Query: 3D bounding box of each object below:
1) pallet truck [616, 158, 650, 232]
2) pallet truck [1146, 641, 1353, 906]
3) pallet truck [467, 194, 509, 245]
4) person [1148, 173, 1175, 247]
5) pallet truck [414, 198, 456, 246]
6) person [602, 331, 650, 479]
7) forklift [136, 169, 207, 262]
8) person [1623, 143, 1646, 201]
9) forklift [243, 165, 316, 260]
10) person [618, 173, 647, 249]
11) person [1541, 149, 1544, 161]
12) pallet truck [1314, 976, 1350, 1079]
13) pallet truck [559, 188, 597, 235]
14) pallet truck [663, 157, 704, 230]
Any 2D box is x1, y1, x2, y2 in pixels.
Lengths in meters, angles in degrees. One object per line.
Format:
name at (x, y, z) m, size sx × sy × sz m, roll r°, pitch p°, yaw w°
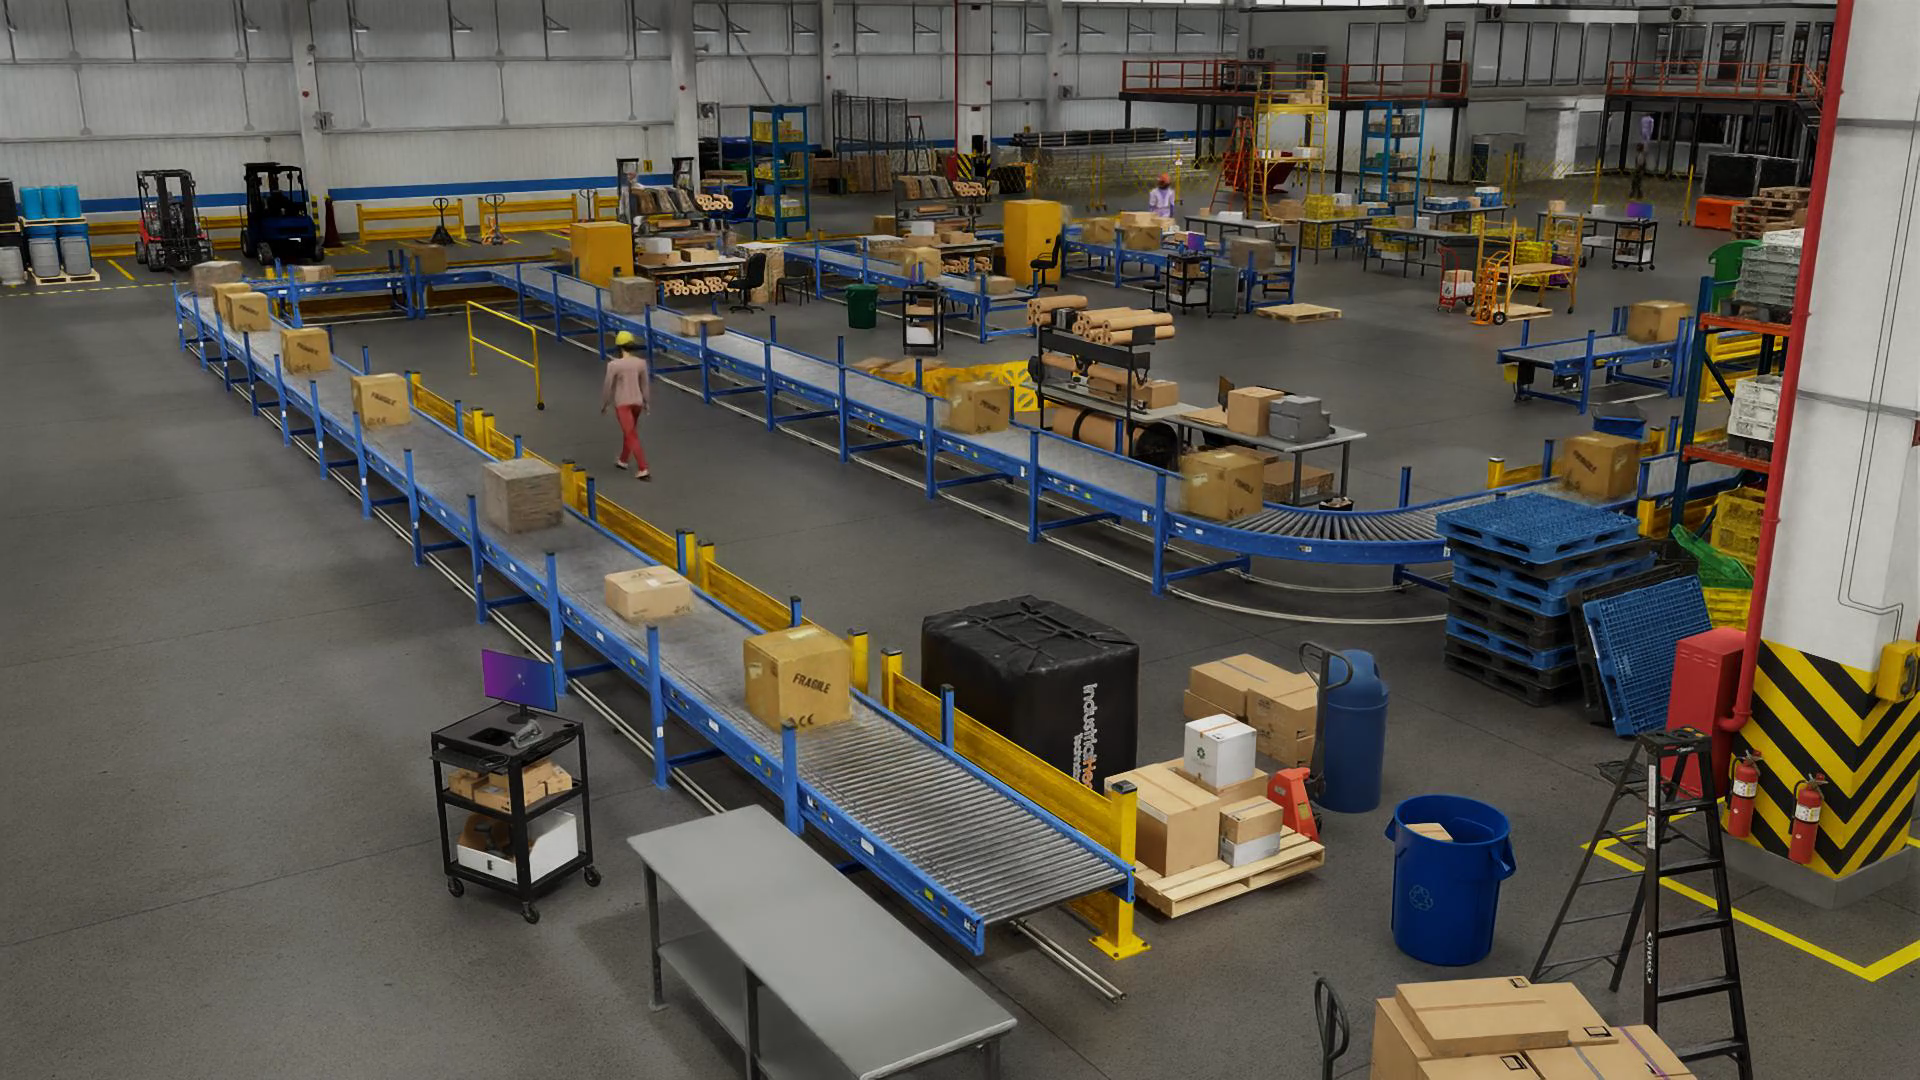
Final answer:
pallet truck at (-8.918, -9.176, 44.255) m, size 0.823 × 1.965 × 1.885 m, roll -9°, pitch 19°, yaw -27°
pallet truck at (1.664, 1.407, 10.232) m, size 1.630 × 1.274 × 0.653 m, roll -10°, pitch 20°, yaw -31°
pallet truck at (-11.983, -8.177, 42.137) m, size 0.704 × 1.261 × 1.522 m, roll -11°, pitch 20°, yaw -33°
person at (4.680, -7.511, 38.696) m, size 0.681 × 2.006 × 0.653 m, roll -2°, pitch 17°, yaw -6°
pallet truck at (-13.250, -8.060, 41.856) m, size 0.680 × 1.201 × 1.601 m, roll -10°, pitch 20°, yaw -31°
person at (-3.884, -1.594, 19.503) m, size 0.528 × 1.721 × 0.939 m, roll -16°, pitch 23°, yaw -42°
forklift at (-17.842, -7.318, 37.559) m, size 1.157 × 1.987 × 2.680 m, roll -10°, pitch 20°, yaw -31°
person at (21.570, -11.751, 53.104) m, size 0.582 × 1.836 × 0.546 m, roll 9°, pitch 19°, yaw 27°
forklift at (-15.898, -7.669, 38.708) m, size 1.157 × 1.987 × 2.680 m, roll -11°, pitch 20°, yaw -33°
person at (-7.992, -7.943, 40.384) m, size 0.659 × 1.859 × 0.974 m, roll 6°, pitch 18°, yaw 18°
person at (21.830, -14.479, 62.504) m, size 0.499 × 1.634 × 0.279 m, roll 10°, pitch 19°, yaw 30°
pallet truck at (2.299, 2.390, 7.086) m, size 1.601 × 1.201 × 0.680 m, roll -2°, pitch 17°, yaw -7°
pallet truck at (-10.010, -8.652, 43.699) m, size 0.653 × 1.274 × 1.630 m, roll -10°, pitch 20°, yaw -31°
pallet truck at (-7.586, -9.308, 44.692) m, size 0.823 × 1.965 × 1.885 m, roll -11°, pitch 20°, yaw -33°
